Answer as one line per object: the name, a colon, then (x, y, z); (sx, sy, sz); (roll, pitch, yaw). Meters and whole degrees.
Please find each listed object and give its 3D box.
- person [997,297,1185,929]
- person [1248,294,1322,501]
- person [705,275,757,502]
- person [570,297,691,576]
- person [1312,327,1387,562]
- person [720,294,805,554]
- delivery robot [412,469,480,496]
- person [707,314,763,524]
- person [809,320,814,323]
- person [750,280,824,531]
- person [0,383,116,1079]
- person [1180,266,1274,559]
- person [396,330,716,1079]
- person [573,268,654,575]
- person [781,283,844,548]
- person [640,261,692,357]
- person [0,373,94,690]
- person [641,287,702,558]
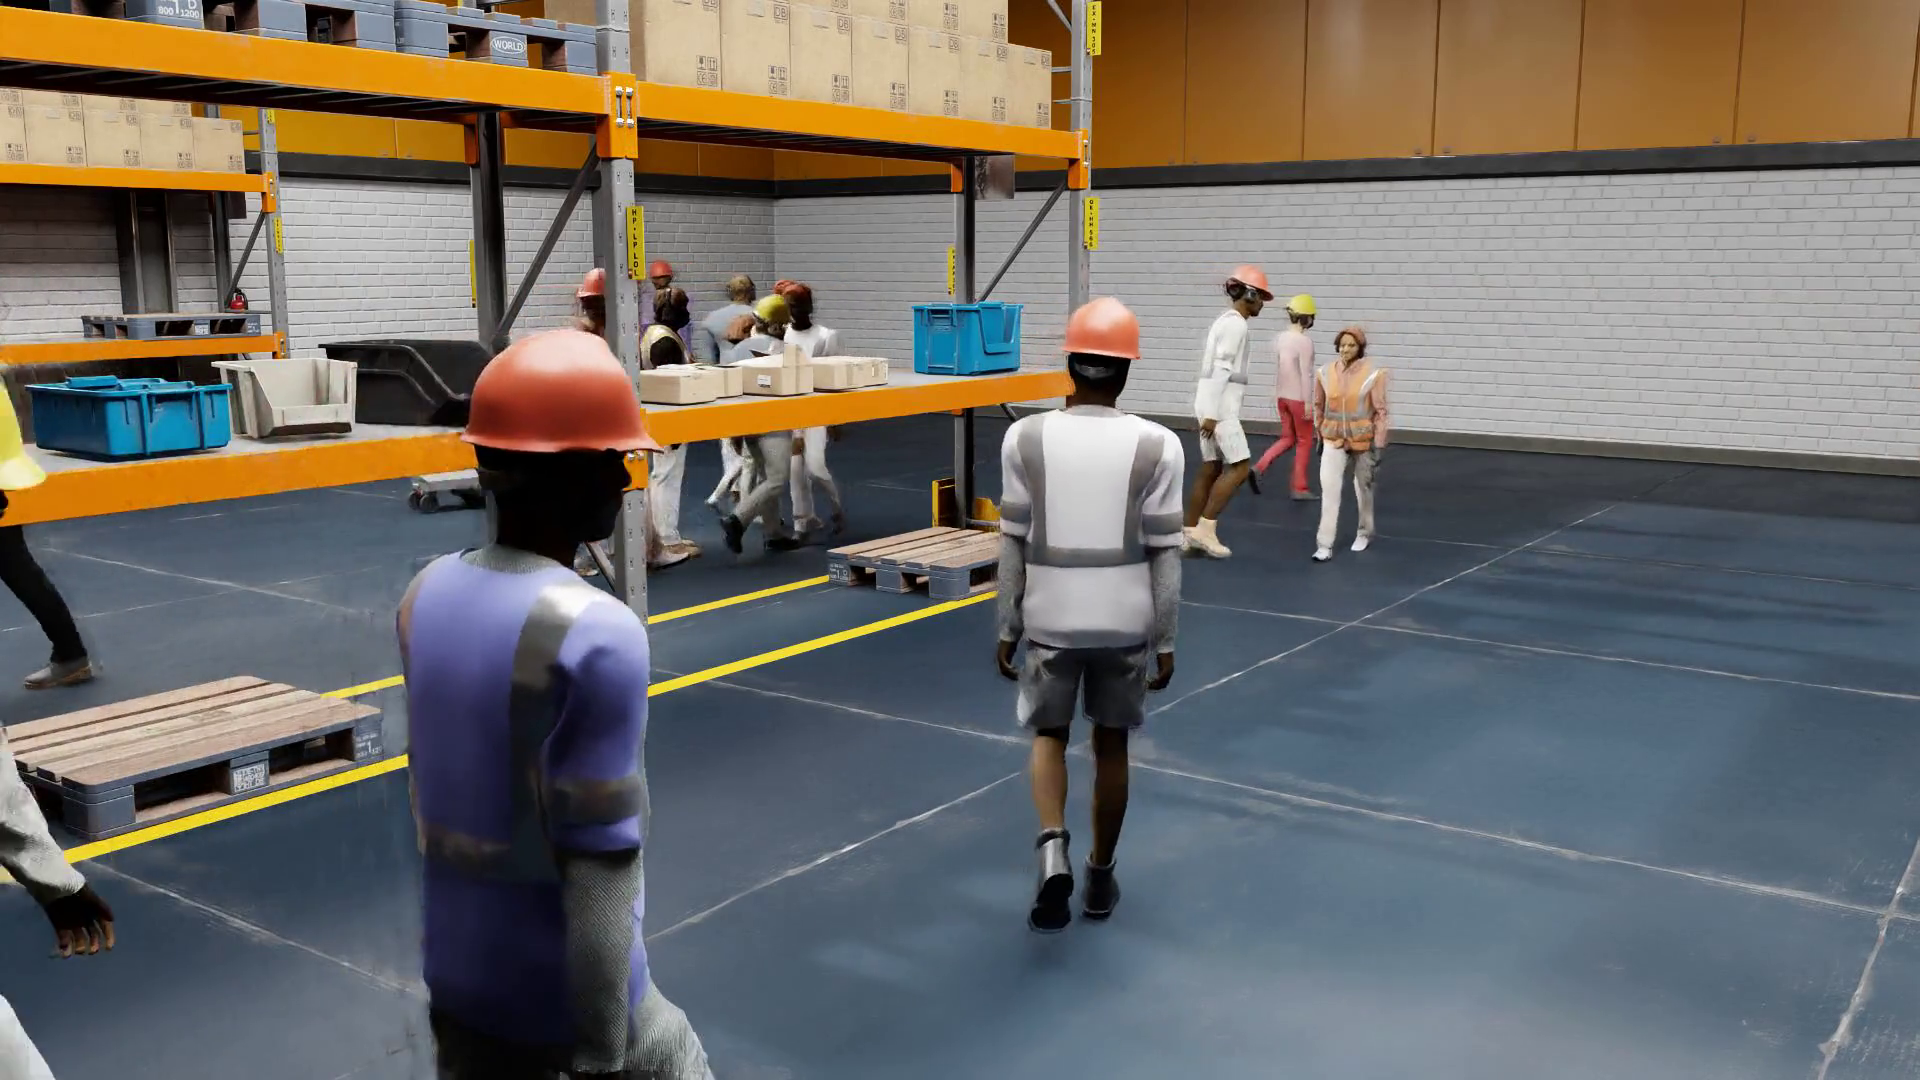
person: (0.380, 0.246, 4.934); (0.556, 1.917, 0.601); (1, 10, 8)
person: (2.762, -1.180, 13.929); (0.583, 1.745, 0.534); (-3, 10, -20)
person: (-1.831, -1.307, 14.240); (0.629, 1.891, 0.978); (2, 10, 9)
person: (-2.203, -0.677, 10.574); (0.909, 1.869, 0.657); (4, 10, 20)
person: (2.653, -0.659, 11.312); (0.525, 1.581, 0.914); (5, 11, 29)
person: (-1.366, -0.768, 11.326); (0.595, 1.803, 0.720); (8, 13, 40)
delivery robot: (-4.123, -0.571, 13.577); (0.707, 0.478, 0.477); (-8, 12, -39)
person: (-1.662, -0.911, 12.713); (0.370, 1.623, 0.511); (-6, 11, -32)
person: (-1.829, -1.874, 18.405); (0.515, 1.636, 0.314); (-4, 10, -23)
person: (-1.282, -0.996, 12.438); (0.585, 1.881, 0.337); (3, 10, 15)
person: (-1.638, 0.629, 2.789); (0.955, 1.864, 0.583); (-6, 11, -30)
person: (1.815, -0.857, 11.314); (0.647, 1.984, 0.650); (0, 10, -1)
person: (-0.615, 0.642, 2.587); (0.546, 1.919, 0.514); (7, 12, 36)
person: (-2.280, -0.721, 10.519); (0.704, 1.970, 0.653); (-5, 11, -26)
person: (-1.091, -0.876, 11.757); (0.592, 1.872, 0.461); (4, 10, 24)
person: (-3.521, -2.275, 19.644); (0.635, 2.018, 0.638); (5, 11, 26)
person: (-4.511, -0.208, 7.583); (0.635, 1.944, 1.019); (6, 11, 33)
person: (-1.973, -0.801, 11.401); (0.429, 1.841, 0.633); (-3, 10, -15)
